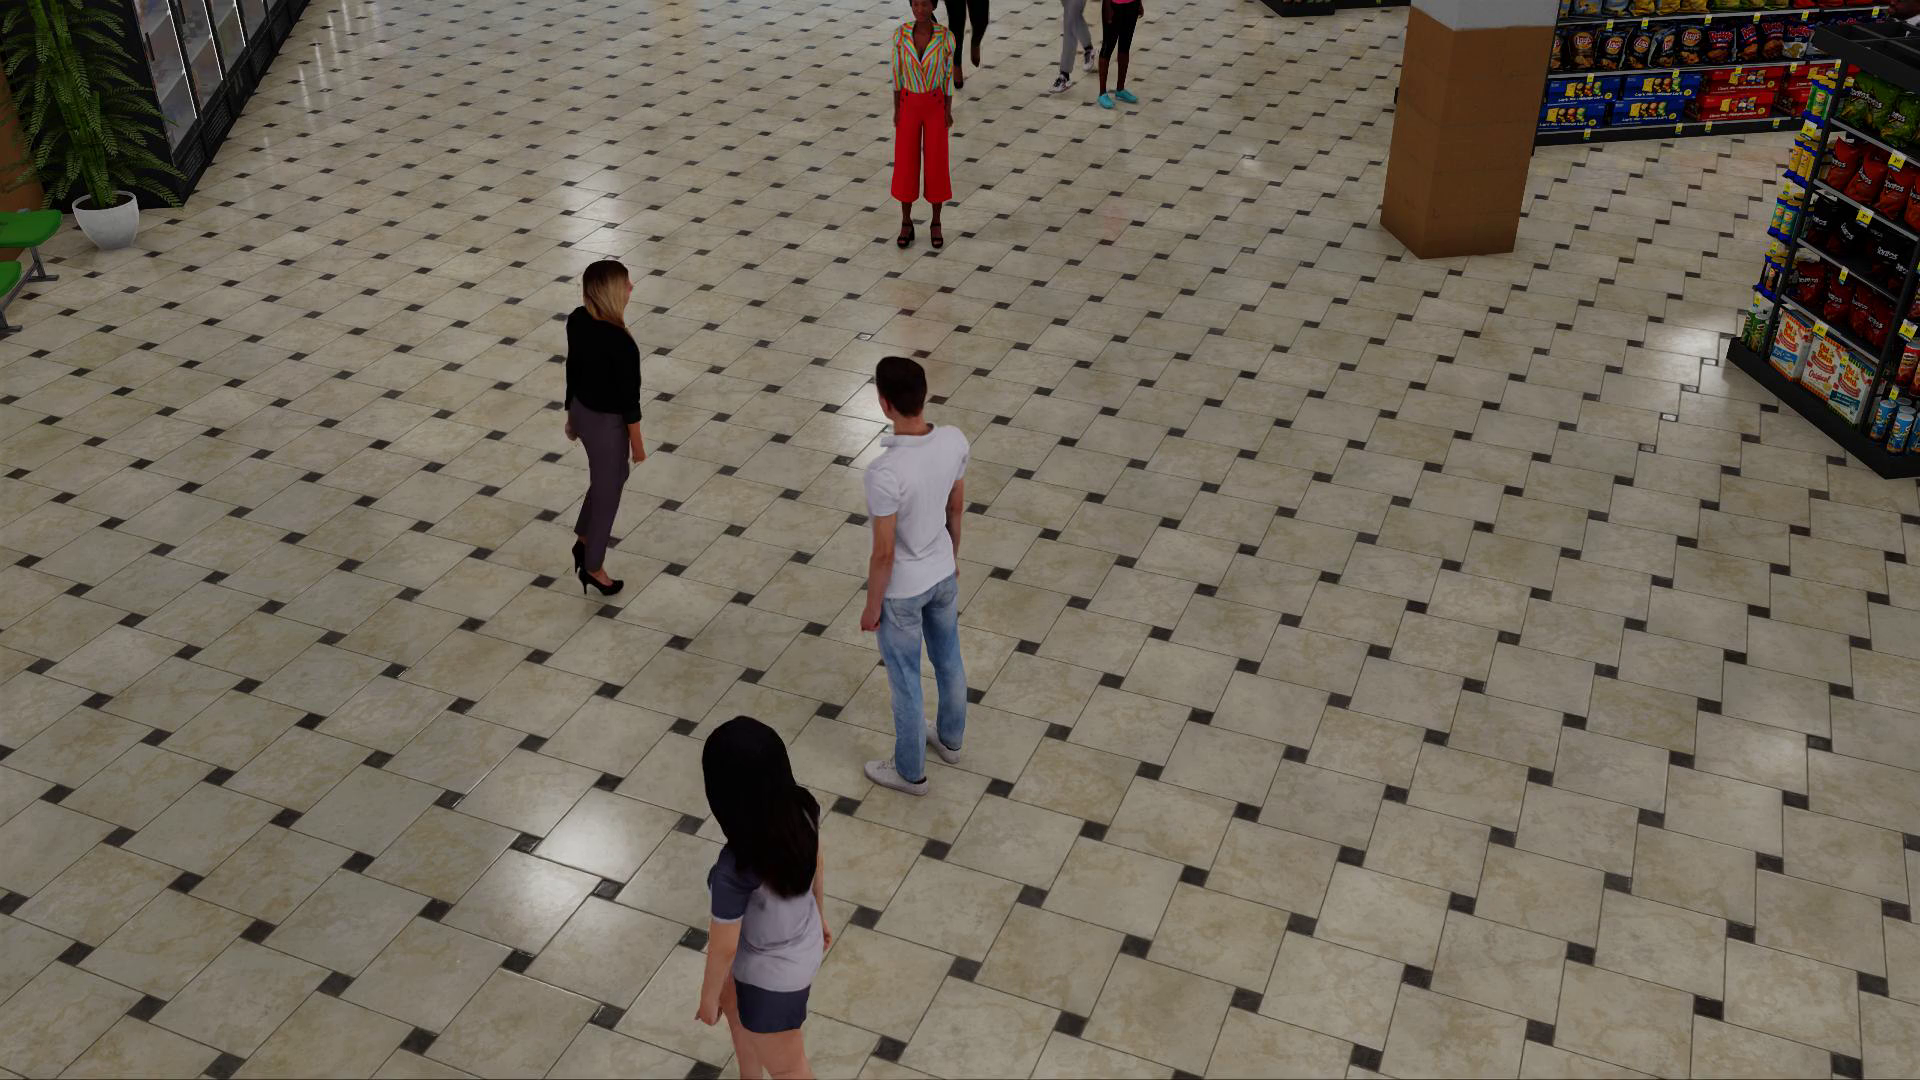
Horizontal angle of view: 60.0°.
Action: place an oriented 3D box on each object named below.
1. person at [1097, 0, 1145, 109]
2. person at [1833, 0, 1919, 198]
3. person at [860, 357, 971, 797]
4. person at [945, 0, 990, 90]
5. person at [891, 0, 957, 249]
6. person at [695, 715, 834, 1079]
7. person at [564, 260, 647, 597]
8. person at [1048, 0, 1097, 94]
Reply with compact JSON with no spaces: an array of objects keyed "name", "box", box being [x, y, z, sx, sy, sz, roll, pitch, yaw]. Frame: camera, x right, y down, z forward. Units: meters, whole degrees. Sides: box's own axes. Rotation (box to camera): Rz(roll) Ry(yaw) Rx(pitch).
[{"name":"person","box":[1.355,-4.538,14.004,0.605,1.722,0.703,-20,37,-28]},{"name":"person","box":[6.179,-2.833,11.168,0.623,1.824,0.723,-9,33,-15]},{"name":"person","box":[-0.165,0.153,6.339,0.786,1.856,0.700,25,39,34]},{"name":"person","box":[0.040,-4.888,14.464,0.771,1.831,0.796,0,32,1]},{"name":"person","box":[-0.249,-2.848,11.223,0.542,1.792,0.711,2,32,3]},{"name":"person","box":[-0.467,1.230,4.765,0.898,1.690,0.811,11,34,17]},{"name":"person","box":[-1.685,-0.444,7.492,0.775,1.652,0.727,-25,40,-34]},{"name":"person","box":[1.021,-4.951,14.499,1.292,1.901,1.266,14,35,22]}]
